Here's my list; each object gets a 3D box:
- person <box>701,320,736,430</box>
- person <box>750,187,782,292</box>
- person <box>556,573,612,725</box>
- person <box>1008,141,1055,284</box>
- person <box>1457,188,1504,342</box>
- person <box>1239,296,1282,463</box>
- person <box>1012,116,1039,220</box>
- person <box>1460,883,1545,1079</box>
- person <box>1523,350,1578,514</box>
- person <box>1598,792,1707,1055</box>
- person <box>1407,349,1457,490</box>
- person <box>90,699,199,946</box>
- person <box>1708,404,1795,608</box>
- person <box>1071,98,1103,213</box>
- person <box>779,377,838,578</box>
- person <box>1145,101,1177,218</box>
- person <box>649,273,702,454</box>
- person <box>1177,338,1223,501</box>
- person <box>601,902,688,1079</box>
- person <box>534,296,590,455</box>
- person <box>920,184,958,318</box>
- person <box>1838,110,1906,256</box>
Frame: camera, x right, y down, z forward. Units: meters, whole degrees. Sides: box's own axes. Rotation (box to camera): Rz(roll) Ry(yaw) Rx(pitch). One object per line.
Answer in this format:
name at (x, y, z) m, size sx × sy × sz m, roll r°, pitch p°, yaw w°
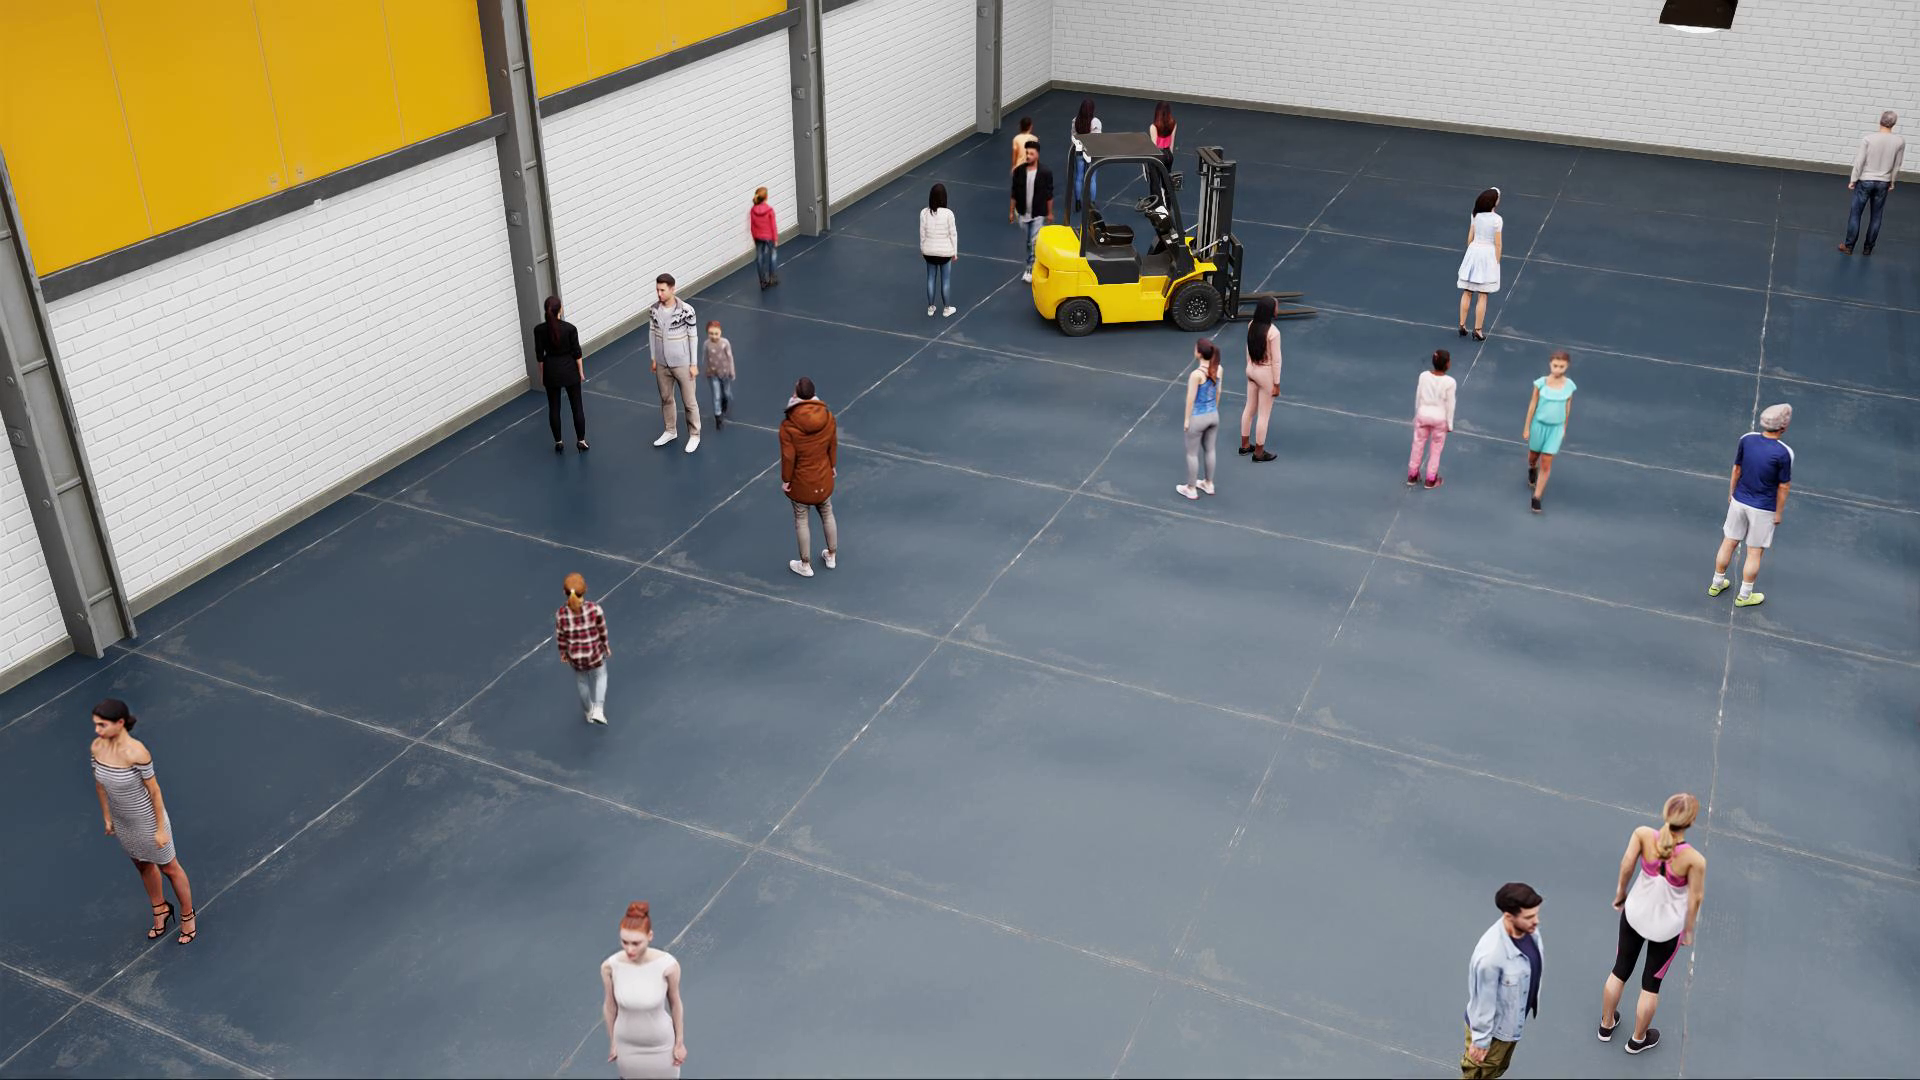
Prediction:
person at (-2.530, -1.778, 17.453) m, size 0.704 × 1.183 × 0.808 m, roll -2°, pitch 29°, yaw -4°
person at (-2.491, -3.788, 21.005) m, size 0.578 × 1.310 × 0.626 m, roll 7°, pitch 29°, yaw 13°
person at (-2.818, 0.862, 12.496) m, size 0.696 × 1.295 × 0.774 m, roll -3°, pitch 29°, yaw -5°
person at (0.966, -4.258, 21.368) m, size 0.703 × 1.788 × 0.987 m, roll 13°, pitch 31°, yaw 23°
person at (6.089, -3.218, 19.430) m, size 0.850 × 1.818 × 0.813 m, roll -24°, pitch 37°, yaw -37°
person at (3.006, -1.614, 16.590) m, size 0.726 × 1.721 × 0.700 m, roll -15°, pitch 32°, yaw -25°
person at (0.921, -5.242, 23.528) m, size 0.684 × 1.447 × 0.880 m, roll 3°, pitch 29°, yaw 5°
person at (2.847, 2.554, 8.854) m, size 0.796 × 1.812 × 0.611 m, roll 23°, pitch 36°, yaw 35°
person at (5.583, -1.089, 15.824) m, size 0.645 × 1.534 × 1.058 m, roll 9°, pitch 30°, yaw 16°
person at (3.967, 2.191, 9.546) m, size 0.676 × 1.787 × 0.628 m, roll 24°, pitch 37°, yaw 37°
person at (4.562, -1.191, 16.101) m, size 0.598 × 1.447 × 0.572 m, roll 20°, pitch 34°, yaw 32°
person at (-5.071, 1.750, 10.318) m, size 0.630 × 1.822 × 0.568 m, roll 8°, pitch 30°, yaw 15°
person at (6.728, -0.310, 14.077) m, size 0.719 × 1.839 × 0.720 m, roll -20°, pitch 34°, yaw -32°
person at (1.816, -5.518, 23.839) m, size 0.618 × 1.633 × 0.533 m, roll 10°, pitch 30°, yaw 17°
person at (-1.311, -0.553, 14.525) m, size 0.815 × 1.837 × 0.901 m, roll -17°, pitch 33°, yaw -29°
person at (2.841, -5.406, 23.606) m, size 0.616 × 1.660 × 0.720 m, roll -17°, pitch 33°, yaw -28°
person at (-2.884, -1.822, 16.826) m, size 0.696 × 1.860 × 0.559 m, roll 11°, pitch 30°, yaw 19°
person at (2.314, -1.163, 15.883) m, size 0.616 × 1.607 × 0.709 m, roll -18°, pitch 33°, yaw -29°
person at (-1.637, 2.626, 8.744) m, size 0.630 × 1.791 × 0.616 m, roll 1°, pitch 29°, yaw 1°
person at (-4.016, -1.653, 16.726) m, size 0.687 × 1.660 × 0.694 m, roll -1°, pitch 29°, yaw -3°
person at (-0.260, -3.516, 20.164) m, size 0.648 × 1.638 × 0.597 m, roll 7°, pitch 29°, yaw 13°
person at (12.167, -4.757, 22.155) m, size 0.776 × 1.910 × 0.701 m, roll 6°, pitch 29°, yaw 11°
